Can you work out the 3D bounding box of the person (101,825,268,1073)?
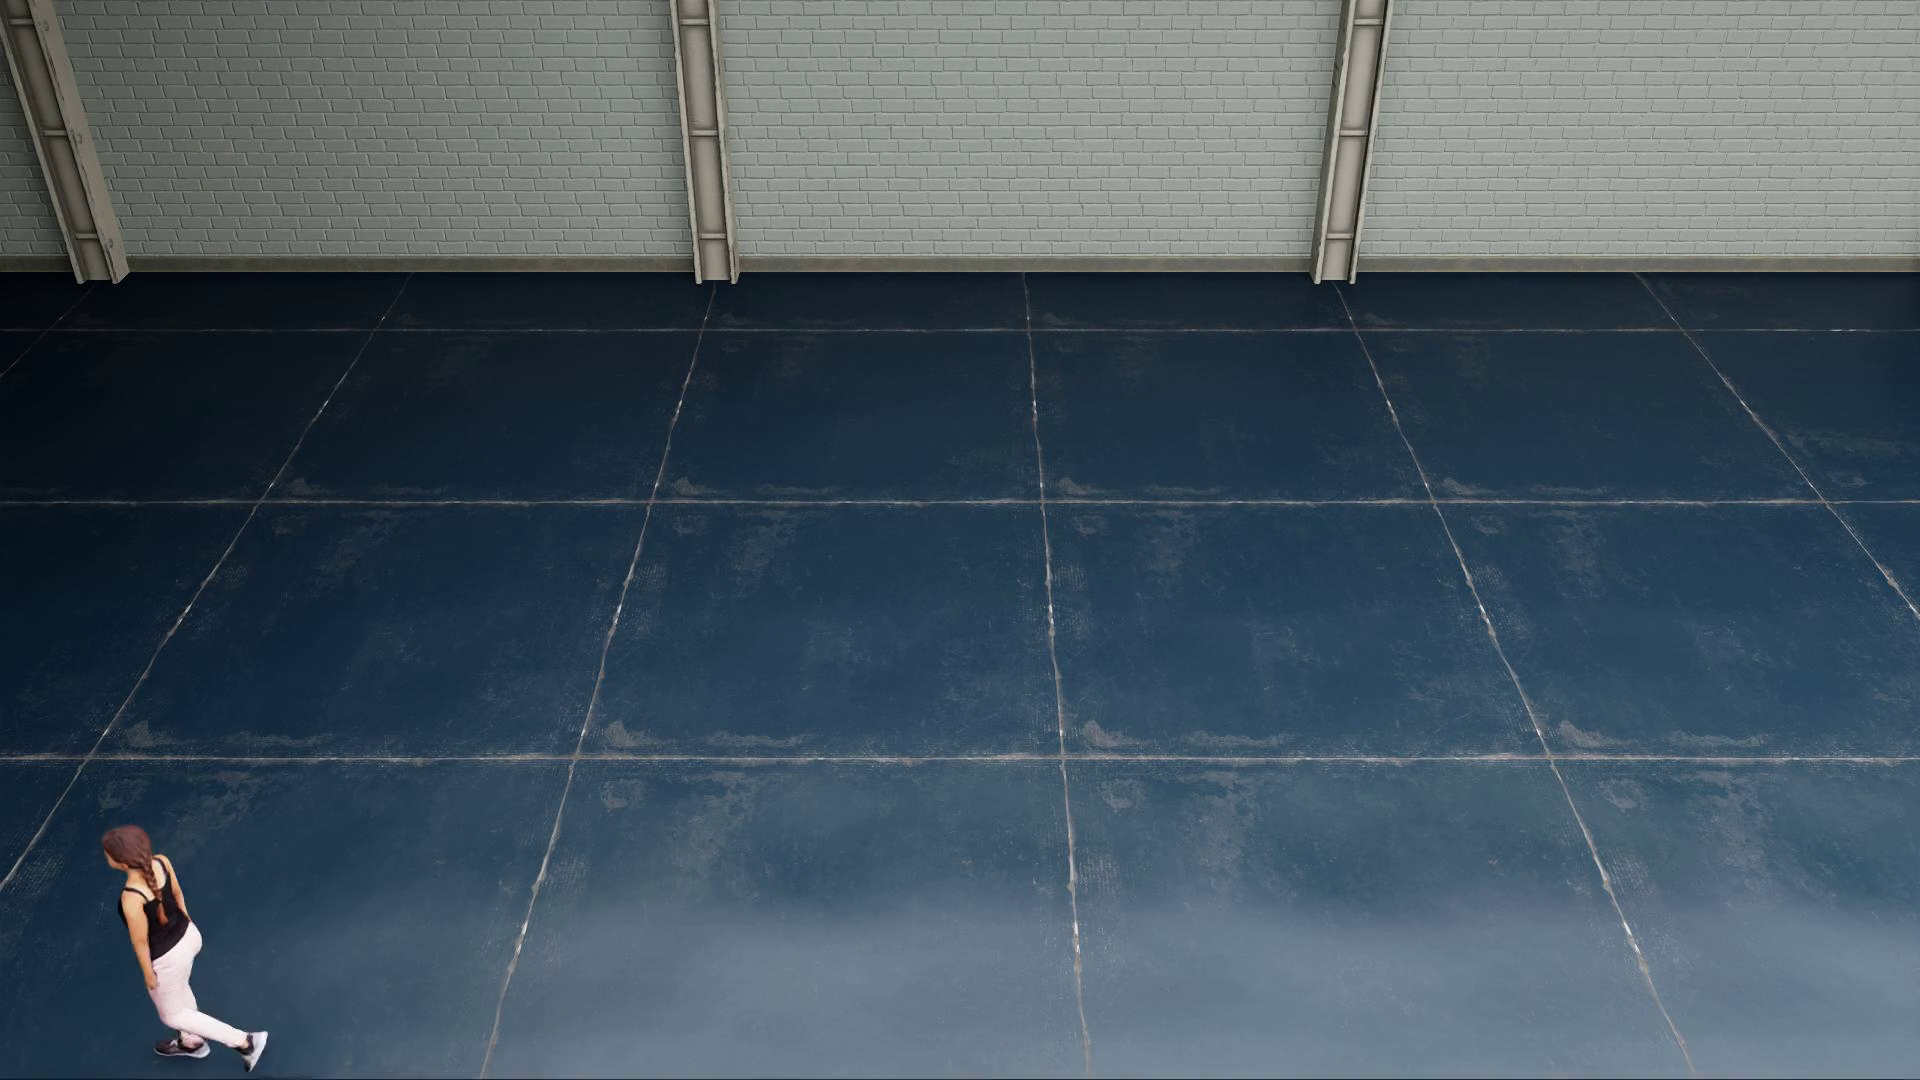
[{"bbox_3d":[-3.676,1.953,7.867,0.903,1.546,0.574,4,33,6],"label":"person"}]
